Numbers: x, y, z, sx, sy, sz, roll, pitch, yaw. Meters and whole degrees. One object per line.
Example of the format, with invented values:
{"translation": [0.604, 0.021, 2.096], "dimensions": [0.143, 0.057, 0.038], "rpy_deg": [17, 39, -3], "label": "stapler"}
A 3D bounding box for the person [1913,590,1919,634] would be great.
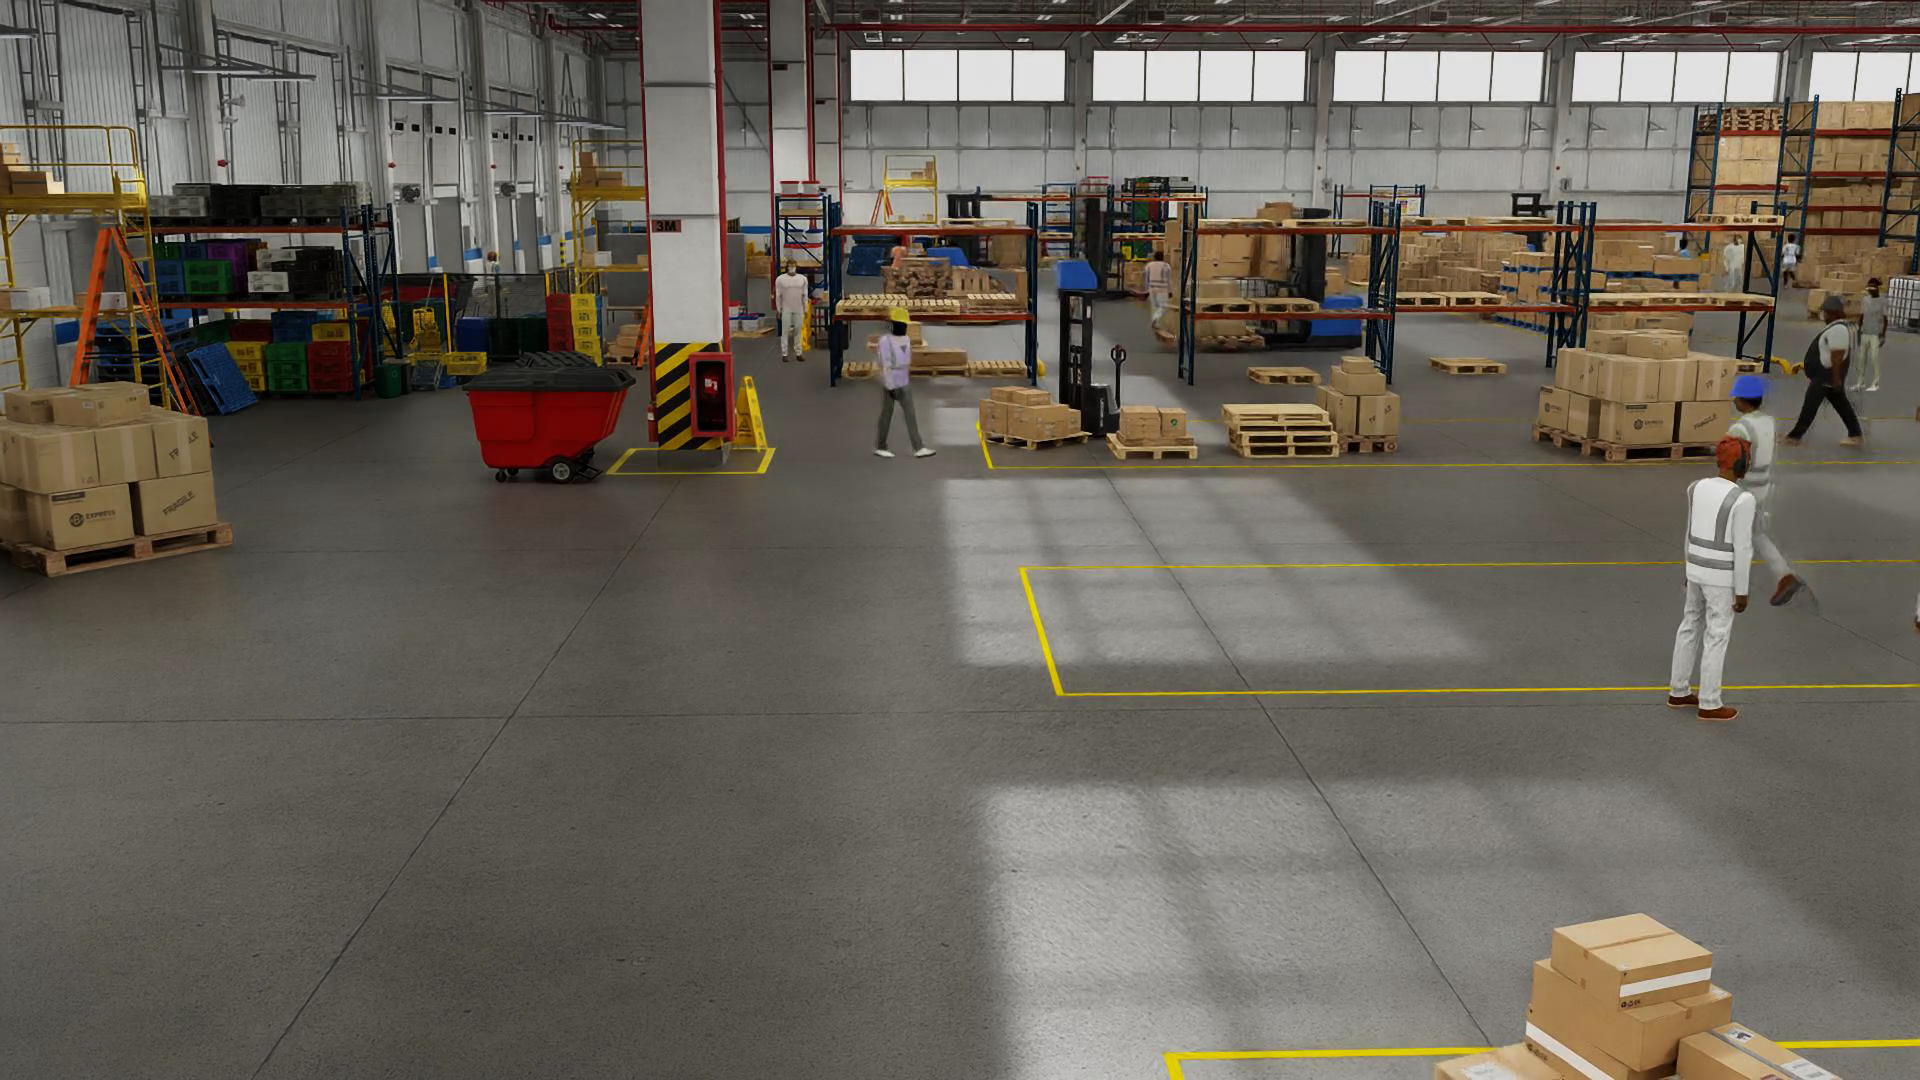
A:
{"translation": [7.636, -0.186, 12.842], "dimensions": [0.340, 1.884, 0.602], "rpy_deg": [8, 15, 33], "label": "person"}

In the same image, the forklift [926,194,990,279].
{"translation": [-0.083, -9.951, 54.651], "dimensions": [1.873, 2.768, 1.129], "rpy_deg": [-7, 14, -30], "label": "forklift"}

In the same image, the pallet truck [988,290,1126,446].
{"translation": [1.257, -2.299, 22.111], "dimensions": [1.885, 1.965, 0.823], "rpy_deg": [-9, 15, -35], "label": "pallet truck"}

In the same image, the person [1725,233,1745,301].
{"translation": [20.979, -7.343, 45.043], "dimensions": [0.657, 1.922, 0.448], "rpy_deg": [-4, 13, -17], "label": "person"}

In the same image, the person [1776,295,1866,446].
{"translation": [11.375, -2.229, 21.694], "dimensions": [1.043, 2.000, 0.683], "rpy_deg": [7, 14, 30], "label": "person"}

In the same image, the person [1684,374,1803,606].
{"translation": [6.526, -0.403, 13.719], "dimensions": [0.616, 1.922, 0.875], "rpy_deg": [-8, 15, -33], "label": "person"}

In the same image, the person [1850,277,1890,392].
{"translation": [14.923, -3.361, 27.231], "dimensions": [0.331, 1.860, 0.535], "rpy_deg": [-6, 14, -26], "label": "person"}

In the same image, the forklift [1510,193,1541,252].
{"translation": [19.432, -10.557, 57.386], "dimensions": [1.873, 2.768, 1.129], "rpy_deg": [-12, 17, -43], "label": "forklift"}

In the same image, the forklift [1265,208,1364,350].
{"translation": [7.139, -5.277, 33.546], "dimensions": [1.873, 2.768, 1.129], "rpy_deg": [0, 12, -2], "label": "forklift"}

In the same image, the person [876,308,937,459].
{"translation": [-0.732, -1.936, 20.721], "dimensions": [0.845, 1.891, 0.601], "rpy_deg": [10, 16, 39], "label": "person"}

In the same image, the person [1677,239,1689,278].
{"translation": [20.733, -7.776, 47.600], "dimensions": [0.821, 1.664, 0.537], "rpy_deg": [11, 17, 41], "label": "person"}

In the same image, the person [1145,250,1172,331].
{"translation": [4.445, -5.609, 37.450], "dimensions": [0.636, 1.823, 0.578], "rpy_deg": [8, 15, 33], "label": "person"}

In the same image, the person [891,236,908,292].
{"translation": [-1.757, -8.123, 49.103], "dimensions": [0.556, 1.677, 0.533], "rpy_deg": [5, 14, 23], "label": "person"}

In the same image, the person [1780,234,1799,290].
{"translation": [25.289, -8.481, 50.720], "dimensions": [0.537, 1.688, 0.389], "rpy_deg": [-1, 13, -3], "label": "person"}

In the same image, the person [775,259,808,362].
{"translation": [-3.174, -4.341, 31.465], "dimensions": [0.631, 1.940, 0.372], "rpy_deg": [-4, 13, -19], "label": "person"}

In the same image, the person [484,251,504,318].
{"translation": [-11.474, -6.268, 40.869], "dimensions": [0.516, 1.633, 0.313], "rpy_deg": [9, 16, 36], "label": "person"}

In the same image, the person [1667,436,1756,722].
{"translation": [4.942, 0.250, 10.891], "dimensions": [0.354, 1.876, 0.574], "rpy_deg": [-3, 13, -15], "label": "person"}

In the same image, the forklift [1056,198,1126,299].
{"translation": [3.703, -8.210, 46.787], "dimensions": [1.873, 2.768, 1.129], "rpy_deg": [0, 12, -2], "label": "forklift"}
